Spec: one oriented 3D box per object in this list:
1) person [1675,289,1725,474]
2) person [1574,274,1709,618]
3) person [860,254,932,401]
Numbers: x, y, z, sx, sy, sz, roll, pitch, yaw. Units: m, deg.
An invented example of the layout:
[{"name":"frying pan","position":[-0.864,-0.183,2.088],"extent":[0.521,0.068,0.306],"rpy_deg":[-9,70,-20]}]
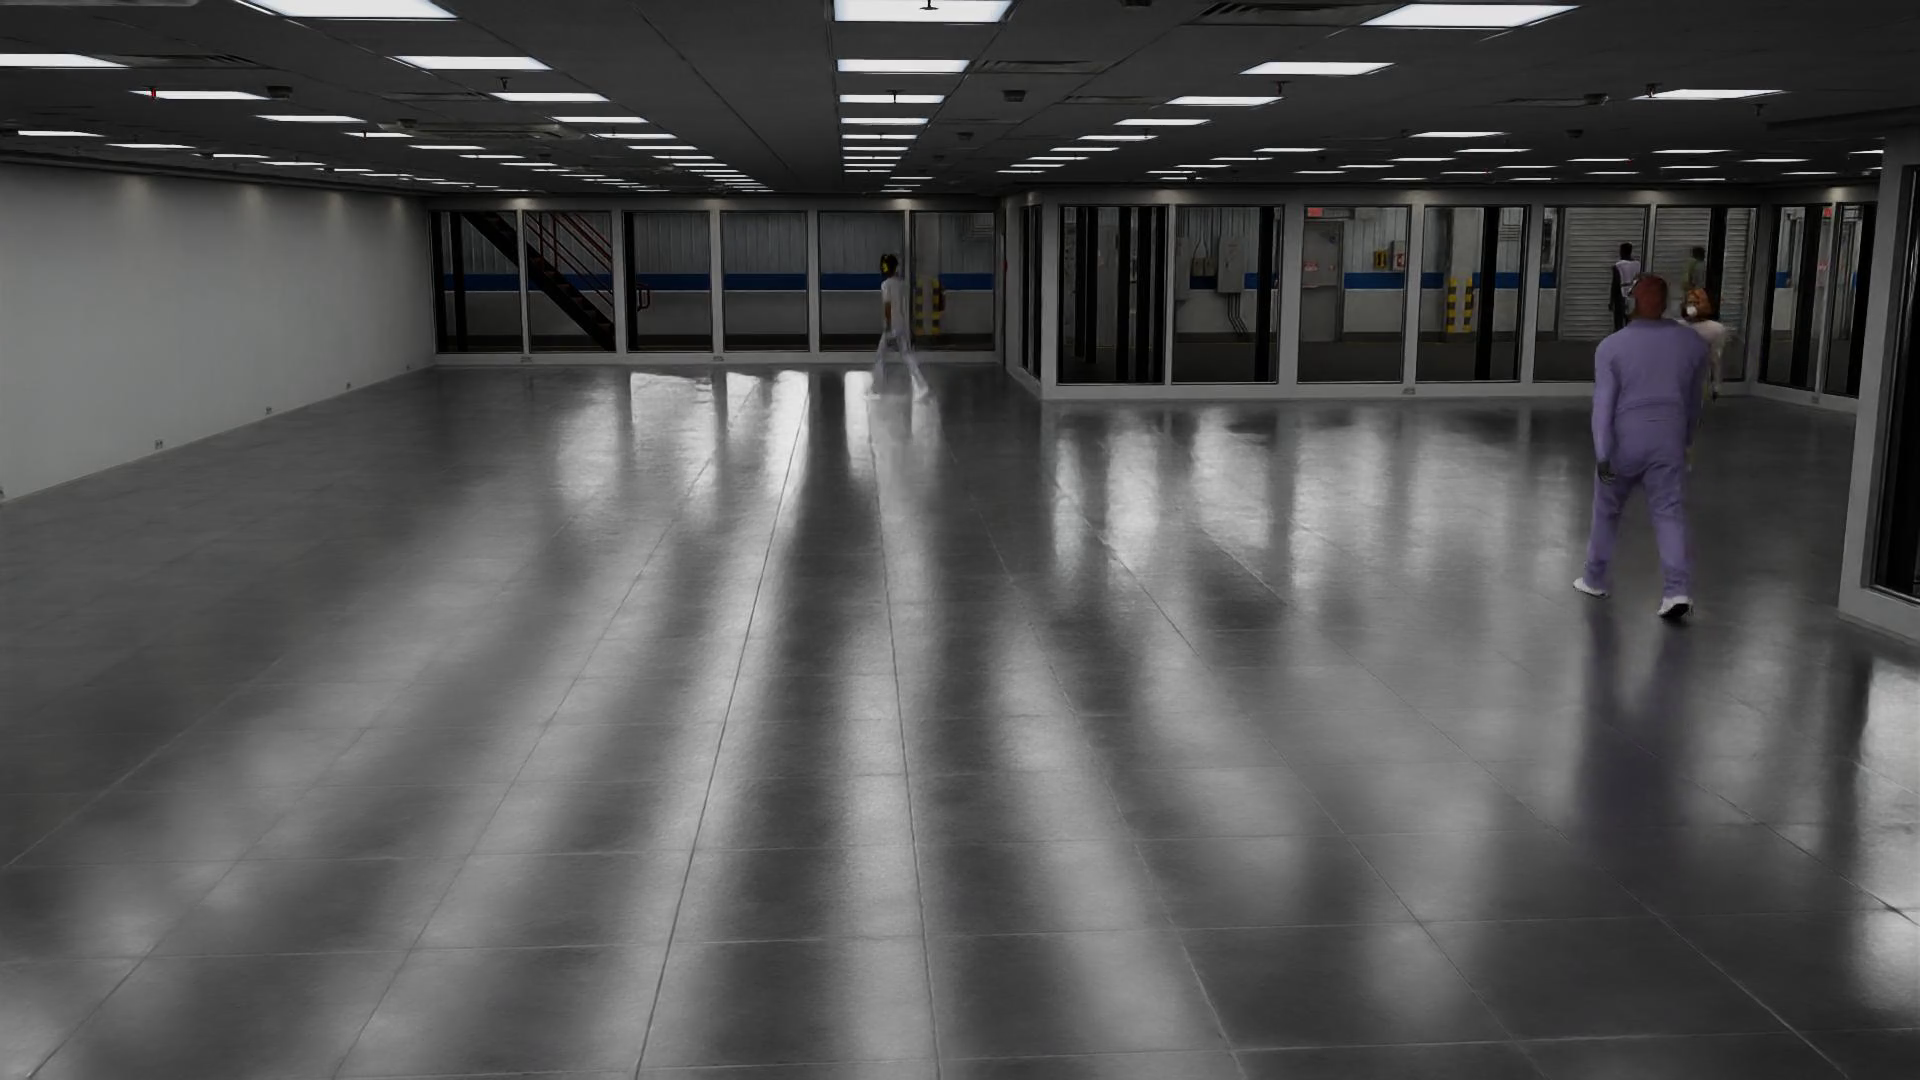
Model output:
[{"name":"person","position":[6.143,-1.311,14.093],"extent":[0.516,1.599,0.826],"rpy_deg":[10,15,44]},{"name":"person","position":[3.779,-0.526,9.163],"extent":[0.642,1.862,0.991],"rpy_deg":[0,11,1]},{"name":"person","position":[-0.765,-2.613,20.526],"extent":[0.957,1.831,0.532],"rpy_deg":[6,12,30]}]
